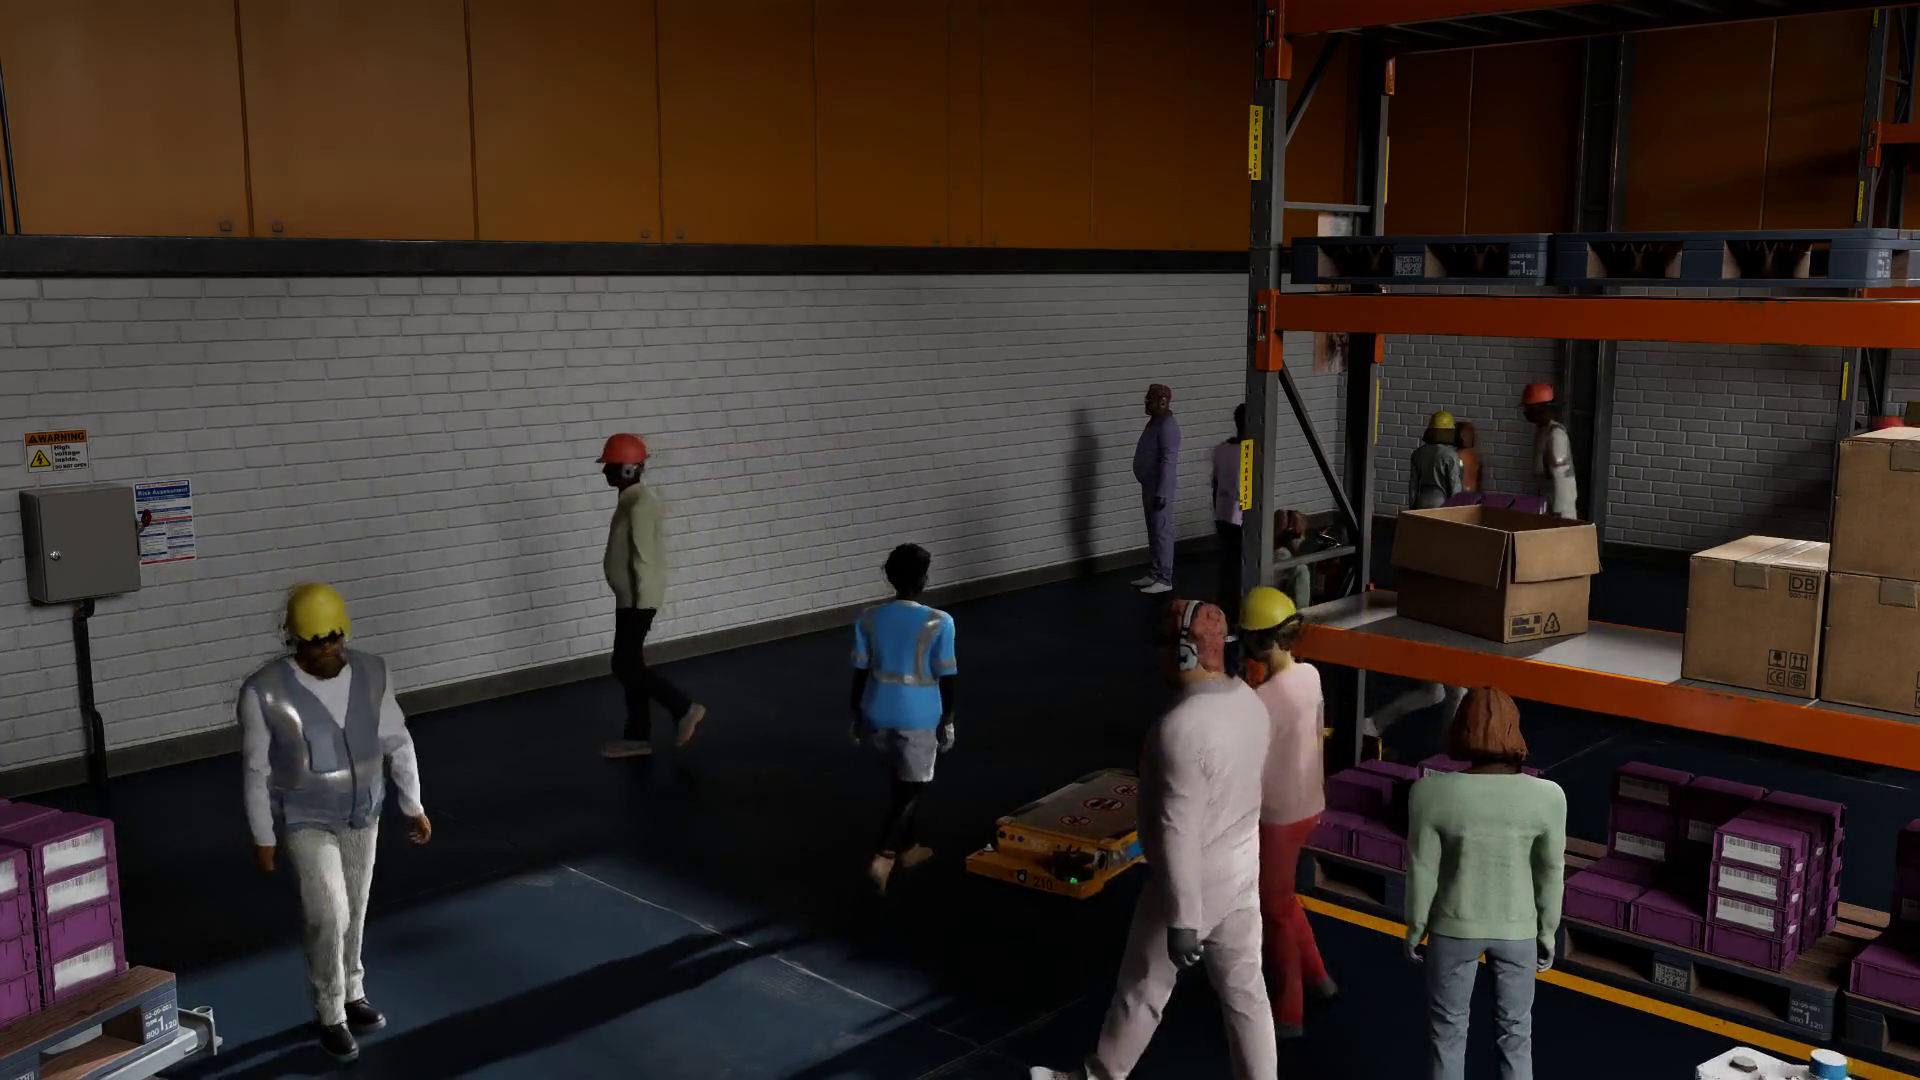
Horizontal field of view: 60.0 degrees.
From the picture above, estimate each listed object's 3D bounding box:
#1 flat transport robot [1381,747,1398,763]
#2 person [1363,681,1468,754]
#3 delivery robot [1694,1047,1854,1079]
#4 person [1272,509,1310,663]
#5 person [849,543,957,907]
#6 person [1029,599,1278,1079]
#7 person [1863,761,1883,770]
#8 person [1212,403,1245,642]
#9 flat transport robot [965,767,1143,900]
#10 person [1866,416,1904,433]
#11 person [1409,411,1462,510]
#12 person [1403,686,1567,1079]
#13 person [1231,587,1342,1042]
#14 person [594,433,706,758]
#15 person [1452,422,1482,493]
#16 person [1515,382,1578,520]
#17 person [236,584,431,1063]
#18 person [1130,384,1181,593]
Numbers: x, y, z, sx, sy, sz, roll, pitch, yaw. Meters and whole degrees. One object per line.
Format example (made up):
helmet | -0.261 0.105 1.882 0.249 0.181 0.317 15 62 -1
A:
flat transport robot | 1.738 1.310 9.293 1.431 0.197 0.652 1 9 8
person | 2.706 0.600 9.588 0.662 1.610 0.514 2 9 9
delivery robot | 2.643 1.806 5.093 0.477 0.478 0.707 -7 11 -35
person | 1.743 0.631 9.327 0.483 1.628 0.508 -9 13 -43
person | -0.310 0.850 7.841 0.534 1.661 0.794 5 10 26
person | 0.690 1.115 5.581 0.942 1.867 0.674 7 11 36
person | 5.701 0.477 9.564 0.694 1.869 0.665 -5 10 -27
person | 2.261 -0.136 13.147 0.538 1.904 0.618 -8 12 -39
flat transport robot | 0.694 1.452 8.424 0.652 0.197 1.431 6 11 34
person | 6.499 0.086 11.774 0.568 1.916 0.626 -6 11 -31
person | 4.087 -0.235 14.270 0.319 1.741 0.492 -7 12 -38
person | 1.677 1.273 5.358 0.497 1.632 0.289 1 9 7
person | 1.205 1.048 6.369 0.407 1.743 0.613 7 11 35
person | -1.901 0.343 9.975 0.524 1.982 0.634 -3 10 -18
person | 4.312 -0.240 14.682 0.540 1.608 0.683 -9 13 -43
person | 4.959 -0.324 14.068 0.699 1.998 0.604 0 9 1
person | -2.323 1.043 6.254 0.607 1.796 0.605 7 12 38
person | 1.783 -0.472 15.203 0.409 1.913 0.639 -1 9 -5
